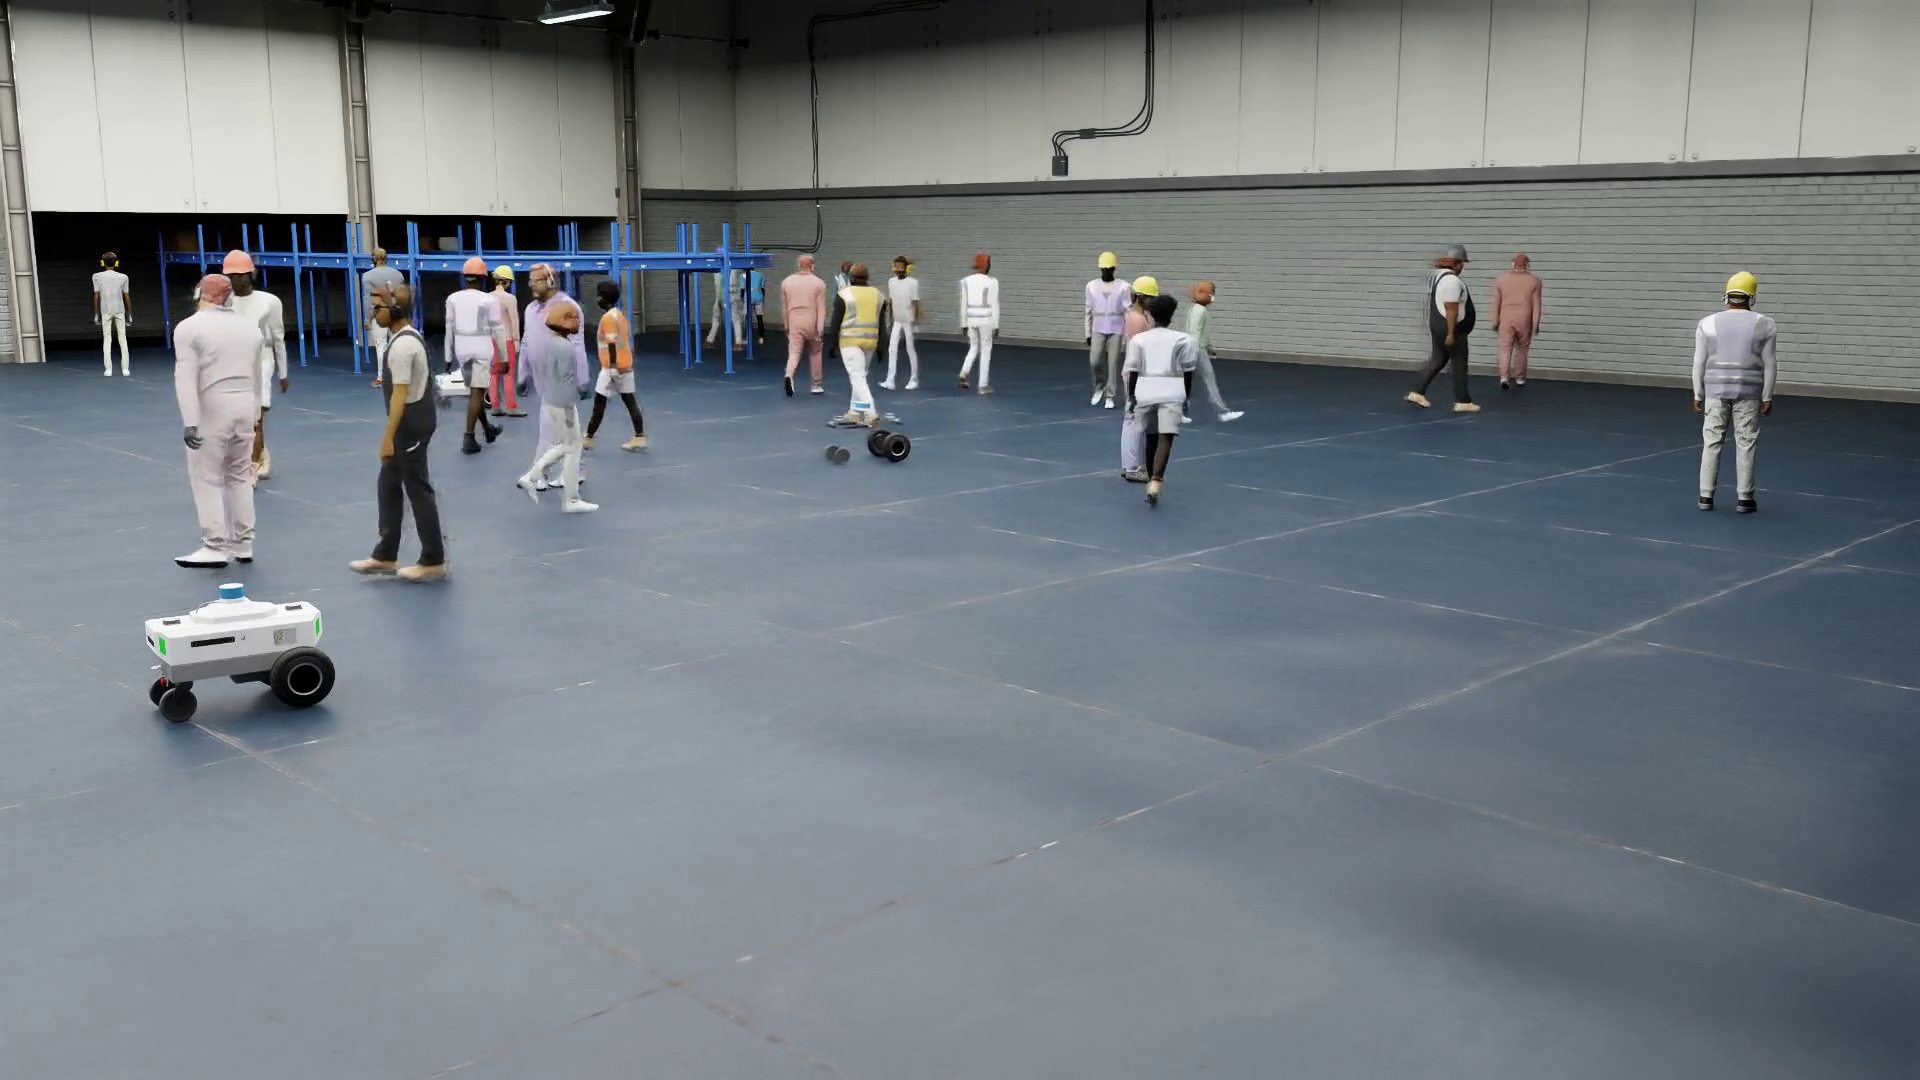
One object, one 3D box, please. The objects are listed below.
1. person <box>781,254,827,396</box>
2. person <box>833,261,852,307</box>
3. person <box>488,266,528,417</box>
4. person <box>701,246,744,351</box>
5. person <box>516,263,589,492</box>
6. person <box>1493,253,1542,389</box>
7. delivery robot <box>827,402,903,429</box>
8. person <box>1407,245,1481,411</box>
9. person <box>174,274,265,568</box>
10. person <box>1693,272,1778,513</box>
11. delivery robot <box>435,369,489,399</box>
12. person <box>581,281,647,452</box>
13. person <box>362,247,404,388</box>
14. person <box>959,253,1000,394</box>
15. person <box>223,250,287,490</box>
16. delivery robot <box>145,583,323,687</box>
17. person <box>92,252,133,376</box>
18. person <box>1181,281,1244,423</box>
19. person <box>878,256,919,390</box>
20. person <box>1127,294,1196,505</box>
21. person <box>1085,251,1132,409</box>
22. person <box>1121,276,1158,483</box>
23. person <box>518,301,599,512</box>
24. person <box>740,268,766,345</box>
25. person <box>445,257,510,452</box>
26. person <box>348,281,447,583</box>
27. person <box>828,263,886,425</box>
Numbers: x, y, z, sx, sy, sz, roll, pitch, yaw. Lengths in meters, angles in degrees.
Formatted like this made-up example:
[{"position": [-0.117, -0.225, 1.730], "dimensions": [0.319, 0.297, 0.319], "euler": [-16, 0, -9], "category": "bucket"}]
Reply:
[{"position": [-2.065, -2.834, 21.937], "dimensions": [0.639, 1.870, 0.871], "euler": [2, 11, 12], "category": "person"}, {"position": [-2.139, -4.495, 31.710], "dimensions": [0.535, 1.601, 0.806], "euler": [-1, 10, -7], "category": "person"}, {"position": [-5.345, -2.326, 19.491], "dimensions": [0.526, 1.757, 0.343], "euler": [6, 12, 30], "category": "person"}, {"position": [-4.369, -4.453, 30.682], "dimensions": [0.970, 1.897, 0.617], "euler": [9, 13, 39], "category": "person"}, {"position": [-3.474, -1.334, 13.755], "dimensions": [0.685, 1.870, 0.873], "euler": [9, 14, 40], "category": "person"}, {"position": [7.758, -3.057, 23.198], "dimensions": [0.654, 1.866, 0.969], "euler": [5, 11, 25], "category": "person"}, {"position": [-0.895, -1.190, 15.722], "dimensions": [0.698, 0.223, 0.335], "euler": [-5, 11, -23], "category": "delivery robot"}, {"position": [5.897, -2.578, 20.203], "dimensions": [0.868, 2.000, 0.695], "euler": [0, 10, -2], "category": "person"}, {"position": [-4.782, -0.770, 10.720], "dimensions": [0.475, 1.865, 0.752], "euler": [5, 11, 25], "category": "person"}, {"position": [5.956, -1.138, 12.803], "dimensions": [0.586, 1.833, 0.403], "euler": [6, 12, 30], "category": "person"}, {"position": [-6.101, -1.944, 20.542], "dimensions": [0.707, 0.478, 0.477], "euler": [-5, 12, -26], "category": "delivery robot"}, {"position": [-3.478, -1.689, 16.263], "dimensions": [0.840, 1.655, 0.556], "euler": [1, 10, 3], "category": "person"}, {"position": [-8.056, -3.109, 23.262], "dimensions": [0.373, 1.940, 0.629], "euler": [8, 13, 36], "category": "person"}, {"position": [0.256, -2.889, 22.242], "dimensions": [0.575, 1.873, 0.478], "euler": [7, 13, 35], "category": "person"}, {"position": [-6.067, -1.465, 14.164], "dimensions": [0.627, 1.996, 1.055], "euler": [-1, 10, -8], "category": "person"}, {"position": [-3.287, 0.441, 7.538], "dimensions": [0.707, 0.478, 0.477], "euler": [-7, 13, -34], "category": "delivery robot"}, {"position": [-12.826, -3.419, 25.175], "dimensions": [0.517, 1.865, 0.329], "euler": [-6, 12, -28], "category": "person"}, {"position": [2.786, -2.105, 18.733], "dimensions": [0.866, 1.584, 0.510], "euler": [0, 10, 2], "category": "person"}, {"position": [-0.812, -2.950, 22.693], "dimensions": [0.519, 1.826, 0.870], "euler": [7, 12, 33], "category": "person"}, {"position": [1.575, -1.116, 13.187], "dimensions": [0.533, 1.651, 0.849], "euler": [4, 11, 22], "category": "person"}, {"position": [1.810, -2.562, 20.354], "dimensions": [0.590, 1.915, 0.413], "euler": [2, 11, 13], "category": "person"}, {"position": [1.557, -1.388, 14.365], "dimensions": [0.321, 1.761, 0.522], "euler": [0, 10, 0], "category": "person"}, {"position": [-3.081, -1.013, 12.690], "dimensions": [0.489, 1.616, 0.517], "euler": [-6, 12, -29], "category": "person"}, {"position": [-4.014, -4.630, 32.212], "dimensions": [0.531, 1.697, 0.320], "euler": [-6, 12, -28], "category": "person"}, {"position": [-4.770, -1.846, 16.513], "dimensions": [0.581, 1.880, 0.992], "euler": [2, 11, 13], "category": "person"}, {"position": [-3.489, -0.642, 10.094], "dimensions": [0.682, 1.828, 0.547], "euler": [-3, 11, -16], "category": "person"}, {"position": [-1.109, -2.171, 18.516], "dimensions": [0.621, 1.805, 0.928], "euler": [-7, 13, -34], "category": "person"}]
